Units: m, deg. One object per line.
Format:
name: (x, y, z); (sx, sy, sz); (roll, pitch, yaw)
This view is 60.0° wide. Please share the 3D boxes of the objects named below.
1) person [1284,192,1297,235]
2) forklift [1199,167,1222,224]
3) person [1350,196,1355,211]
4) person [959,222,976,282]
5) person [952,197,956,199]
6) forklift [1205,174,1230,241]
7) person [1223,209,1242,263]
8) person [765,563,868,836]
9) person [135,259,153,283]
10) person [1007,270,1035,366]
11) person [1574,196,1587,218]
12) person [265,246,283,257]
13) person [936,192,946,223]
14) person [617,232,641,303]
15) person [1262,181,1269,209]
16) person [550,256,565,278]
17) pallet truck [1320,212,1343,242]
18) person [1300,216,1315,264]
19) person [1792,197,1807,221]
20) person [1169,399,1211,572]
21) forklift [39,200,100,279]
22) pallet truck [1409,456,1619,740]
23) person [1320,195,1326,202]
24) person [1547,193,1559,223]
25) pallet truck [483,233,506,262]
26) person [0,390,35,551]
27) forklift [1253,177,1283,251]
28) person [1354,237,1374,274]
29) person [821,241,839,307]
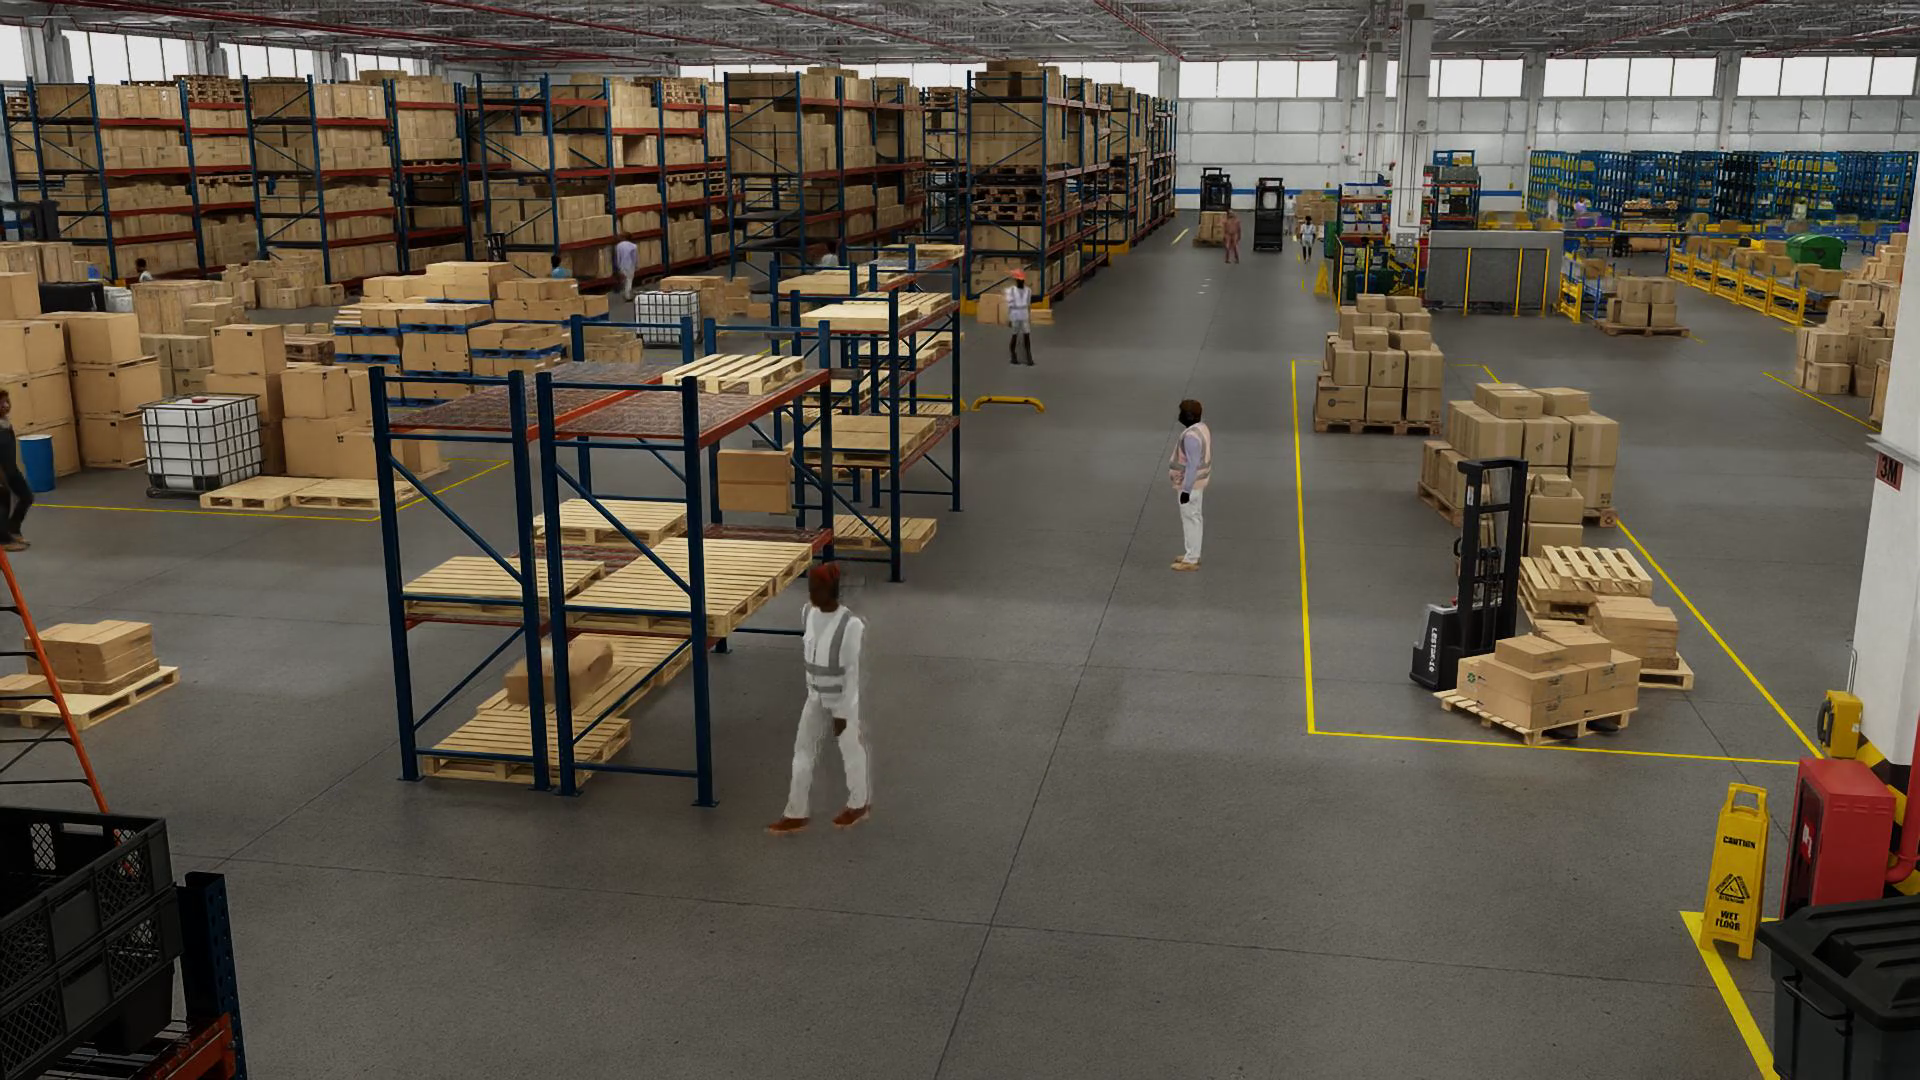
person: (14.757, -14.578, 74.403); (0.617, 1.904, 0.759); (9, 17, 33)
forklift: (12.556, -17.175, 82.934); (1.129, 2.768, 1.873); (3, 14, 10)
person: (20.656, -17.779, 87.752); (0.485, 1.735, 0.347); (-10, 17, -36)
person: (0.280, -8.893, 51.306); (0.409, 1.913, 0.642); (-12, 19, -41)
person: (-0.123, -18.381, 90.008); (0.634, 1.824, 0.672); (-2, 14, -7)
forklift: (10.826, -13.942, 69.808); (1.129, 2.768, 1.873); (3, 14, 10)
person: (9.657, -10.776, 58.974); (0.659, 1.901, 0.401); (2, 14, 8)
person: (-0.932, 1.074, 10.937); (0.877, 1.850, 0.595); (-13, 19, -43)
person: (-17.943, -5.263, 36.678); (1.004, 1.860, 0.619); (-5, 15, -21)
person: (1.210, -4.404, 33.114); (0.569, 1.891, 0.954); (-4, 14, -17)
person: (26.908, -14.017, 72.233); (0.566, 1.850, 0.389); (-3, 14, -11)
person: (-21.398, -9.046, 51.857); (0.637, 1.934, 1.040); (3, 14, 13)
person: (-0.932, -16.995, 84.463); (0.616, 1.782, 0.923); (2, 14, 10)
person: (-9.002, -7.485, 45.587); (0.667, 1.905, 0.851); (6, 15, 24)
person: (16.851, -18.920, 92.032); (0.872, 1.900, 0.548); (4, 14, 14)
person: (-9.604, -5.998, 40.014); (0.665, 1.678, 0.535); (6, 15, 22)
pallet truck: (15.874, -13.227, 70.310); (0.680, 1.201, 1.601); (10, 17, 35)
person: (12.254, -10.599, 58.701); (0.538, 1.684, 0.389); (3, 14, 14)
person: (36.689, -14.099, 72.696); (0.611, 1.786, 0.580); (1, 14, 3)
person: (2.440, -0.586, 17.722); (0.429, 1.841, 0.633); (4, 14, 17)
forklift: (-23.625, -7.445, 43.432); (1.873, 2.768, 1.129); (-9, 17, -33)
pallet truck: (4.504, 0.400, 13.395); (0.823, 1.965, 1.885); (-6, 15, -23)
person: (16.297, -14.513, 74.325); (0.635, 1.816, 0.604); (4, 14, 15)
person: (26.645, -14.612, 74.596); (0.659, 1.883, 0.762); (-8, 16, -30)
pallet truck: (-11.832, -7.026, 43.548); (1.885, 1.965, 0.823); (8, 16, 28)
person: (-10.591, -0.760, 18.459); (0.428, 1.830, 0.509); (-1, 14, -2)
forklift: (12.083, -12.747, 64.956); (1.129, 2.768, 1.873); (3, 14, 10)
person: (11.380, -7.707, 46.929); (0.540, 1.695, 0.317); (8, 16, 31)
person: (-3.199, -6.557, 41.833); (1.024, 1.914, 0.608); (-12, 18, -39)
